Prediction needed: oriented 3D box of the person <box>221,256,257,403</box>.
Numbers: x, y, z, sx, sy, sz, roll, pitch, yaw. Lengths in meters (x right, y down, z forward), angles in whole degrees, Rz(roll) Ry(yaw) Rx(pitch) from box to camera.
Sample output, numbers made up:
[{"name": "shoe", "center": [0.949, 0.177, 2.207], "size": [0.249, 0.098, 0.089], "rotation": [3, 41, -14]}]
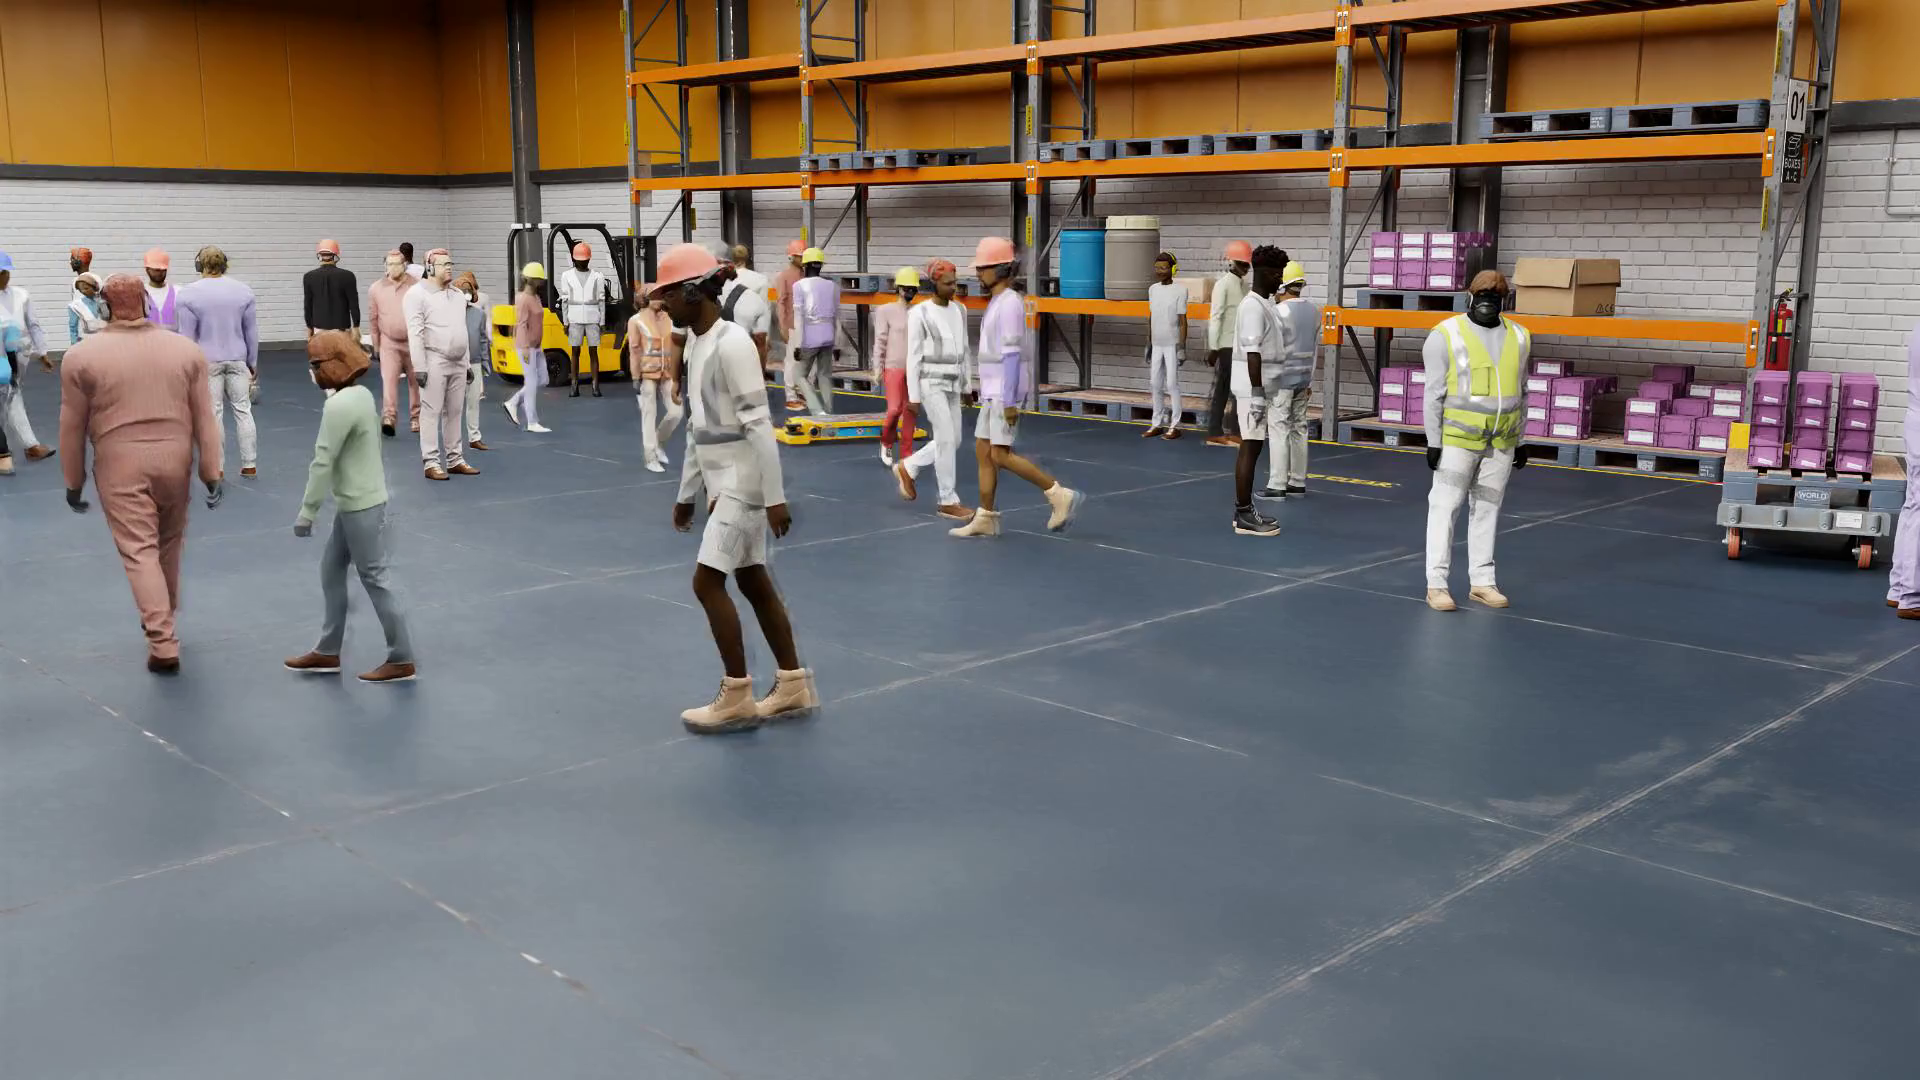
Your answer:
[{"name": "person", "center": [-8.823, -2.542, 19.972], "size": [0.887, 1.840, 0.527], "rotation": [7, 12, 32]}]

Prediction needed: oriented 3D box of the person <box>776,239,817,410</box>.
[{"name": "person", "center": [-1.835, -2.474, 19.206], "size": [0.527, 1.971, 0.646], "rotation": [9, 14, 41]}]

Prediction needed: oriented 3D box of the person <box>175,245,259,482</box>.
[{"name": "person", "center": [-6.100, -1.446, 13.708], "size": [0.627, 1.941, 0.371], "rotation": [-9, 14, -40]}]

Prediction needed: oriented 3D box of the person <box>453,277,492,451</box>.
[{"name": "person", "center": [-4.623, -1.633, 15.559], "size": [0.284, 1.634, 0.498], "rotation": [9, 14, 42]}]

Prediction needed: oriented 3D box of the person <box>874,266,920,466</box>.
[{"name": "person", "center": [-0.475, -1.468, 14.312], "size": [0.556, 1.751, 0.366], "rotation": [-6, 12, -28]}]

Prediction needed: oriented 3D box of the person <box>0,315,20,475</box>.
[{"name": "person", "center": [-8.339, -1.389, 14.203], "size": [0.909, 1.636, 0.534], "rotation": [7, 13, 35]}]

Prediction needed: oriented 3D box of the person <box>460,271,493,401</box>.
[{"name": "person", "center": [-6.023, -2.511, 20.470], "size": [0.507, 1.583, 0.883], "rotation": [-7, 13, -34]}]

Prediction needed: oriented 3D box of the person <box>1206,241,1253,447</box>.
[{"name": "person", "center": [2.665, -1.839, 15.798], "size": [0.748, 1.961, 0.633], "rotation": [5, 12, 25]}]

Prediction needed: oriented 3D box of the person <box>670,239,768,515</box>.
[{"name": "person", "center": [-1.736, -1.199, 12.081], "size": [0.697, 2.000, 0.841], "rotation": [-3, 11, -17]}]

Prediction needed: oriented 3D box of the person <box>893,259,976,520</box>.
[{"name": "person", "center": [-0.204, -1.090, 11.972], "size": [0.730, 1.864, 0.588], "rotation": [8, 13, 36]}]

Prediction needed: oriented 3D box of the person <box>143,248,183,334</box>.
[{"name": "person", "center": [-7.653, -1.837, 15.947], "size": [0.547, 1.913, 0.750], "rotation": [-6, 12, -29]}]

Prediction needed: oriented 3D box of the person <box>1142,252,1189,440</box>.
[{"name": "person", "center": [2.041, -1.932, 16.585], "size": [0.333, 1.859, 0.513], "rotation": [-9, 14, -41]}]

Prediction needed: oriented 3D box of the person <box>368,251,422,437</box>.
[{"name": "person", "center": [-5.634, -1.971, 16.789], "size": [0.646, 1.863, 0.965], "rotation": [-2, 11, -13]}]

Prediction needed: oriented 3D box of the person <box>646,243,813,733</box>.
[{"name": "person", "center": [-0.934, -0.211, 6.841], "size": [0.681, 1.984, 0.645], "rotation": [-3, 11, -18]}]

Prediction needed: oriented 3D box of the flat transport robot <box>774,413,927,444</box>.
[{"name": "flat transport robot", "center": [-1.110, -1.112, 16.440], "size": [1.431, 0.197, 0.652], "rotation": [-4, 11, -23]}]

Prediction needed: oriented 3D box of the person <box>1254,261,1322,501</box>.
[{"name": "person", "center": [2.489, -1.213, 12.722], "size": [0.601, 1.830, 0.404], "rotation": [-9, 14, -41]}]

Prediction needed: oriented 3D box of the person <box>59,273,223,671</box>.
[{"name": "person", "center": [-3.908, -0.337, 7.920], "size": [0.658, 1.843, 1.016], "rotation": [-9, 14, -41]}]

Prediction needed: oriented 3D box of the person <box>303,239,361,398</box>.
[{"name": "person", "center": [-7.289, -2.507, 19.379], "size": [0.652, 1.972, 0.639], "rotation": [-2, 10, -8]}]

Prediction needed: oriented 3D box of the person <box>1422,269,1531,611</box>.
[{"name": "person", "center": [2.806, -0.535, 9.018], "size": [0.624, 1.841, 0.430], "rotation": [-2, 11, -13]}]

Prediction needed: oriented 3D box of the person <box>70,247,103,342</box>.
[{"name": "person", "center": [-9.876, -2.363, 18.862], "size": [0.355, 1.883, 0.573], "rotation": [-1, 10, -3]}]

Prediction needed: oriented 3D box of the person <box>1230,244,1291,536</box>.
[{"name": "person", "center": [2.032, -1.020, 11.328], "size": [0.377, 1.959, 0.603], "rotation": [2, 11, 9]}]

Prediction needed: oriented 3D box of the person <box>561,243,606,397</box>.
[{"name": "person", "center": [-4.709, -2.749, 20.844], "size": [0.543, 1.928, 0.370], "rotation": [-2, 11, -13]}]

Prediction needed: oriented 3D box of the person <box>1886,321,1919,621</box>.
[{"name": "person", "center": [5.170, -0.511, 8.734], "size": [0.403, 1.900, 0.647], "rotation": [4, 11, 22]}]

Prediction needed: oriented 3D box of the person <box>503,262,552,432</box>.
[{"name": "person", "center": [-4.468, -1.978, 17.138], "size": [0.507, 1.755, 0.537], "rotation": [1, 10, 8]}]

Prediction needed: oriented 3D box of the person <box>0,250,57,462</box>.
[{"name": "person", "center": [-8.560, -1.650, 14.971], "size": [1.047, 1.892, 0.608], "rotation": [4, 11, 22]}]

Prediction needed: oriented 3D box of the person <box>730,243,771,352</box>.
[{"name": "person", "center": [-2.274, -2.122, 17.391], "size": [0.627, 1.940, 0.375], "rotation": [2, 11, 12]}]

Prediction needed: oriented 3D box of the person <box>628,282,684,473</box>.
[{"name": "person", "center": [-2.599, -1.384, 14.225], "size": [0.531, 1.625, 0.366], "rotation": [-10, 14, -43]}]

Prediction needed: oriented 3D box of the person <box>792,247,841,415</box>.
[{"name": "person", "center": [-1.484, -2.039, 17.044], "size": [0.615, 1.896, 0.484], "rotation": [-9, 14, -40]}]

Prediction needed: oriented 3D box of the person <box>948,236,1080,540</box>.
[{"name": "person", "center": [0.347, -0.988, 11.008], "size": [0.778, 2.019, 0.619], "rotation": [-1, 10, -7]}]

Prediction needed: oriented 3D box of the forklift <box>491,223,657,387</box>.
[{"name": "forklift", "center": [-5.316, -3.263, 22.920], "size": [2.313, 2.155, 1.214], "rotation": [-10, 14, -44]}]

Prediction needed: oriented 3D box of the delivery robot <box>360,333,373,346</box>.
[{"name": "delivery robot", "center": [-9.322, -3.224, 26.923], "size": [0.707, 0.478, 0.477], "rotation": [-1, 11, -7]}]

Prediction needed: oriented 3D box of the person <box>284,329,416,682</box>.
[{"name": "person", "center": [-2.826, -0.134, 7.475], "size": [0.724, 1.603, 0.493], "rotation": [-2, 11, -9]}]

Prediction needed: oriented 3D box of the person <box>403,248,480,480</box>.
[{"name": "person", "center": [-4.307, -1.465, 13.887], "size": [0.410, 1.913, 0.643], "rotation": [5, 11, 25]}]

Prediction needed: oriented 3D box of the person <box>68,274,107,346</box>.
[{"name": "person", "center": [-9.252, -2.049, 17.882], "size": [0.546, 1.605, 0.476], "rotation": [-6, 12, -29]}]

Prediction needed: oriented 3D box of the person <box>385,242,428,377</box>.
[{"name": "person", "center": [-7.884, -3.289, 23.809], "size": [0.596, 1.918, 0.380], "rotation": [-1, 10, -5]}]
